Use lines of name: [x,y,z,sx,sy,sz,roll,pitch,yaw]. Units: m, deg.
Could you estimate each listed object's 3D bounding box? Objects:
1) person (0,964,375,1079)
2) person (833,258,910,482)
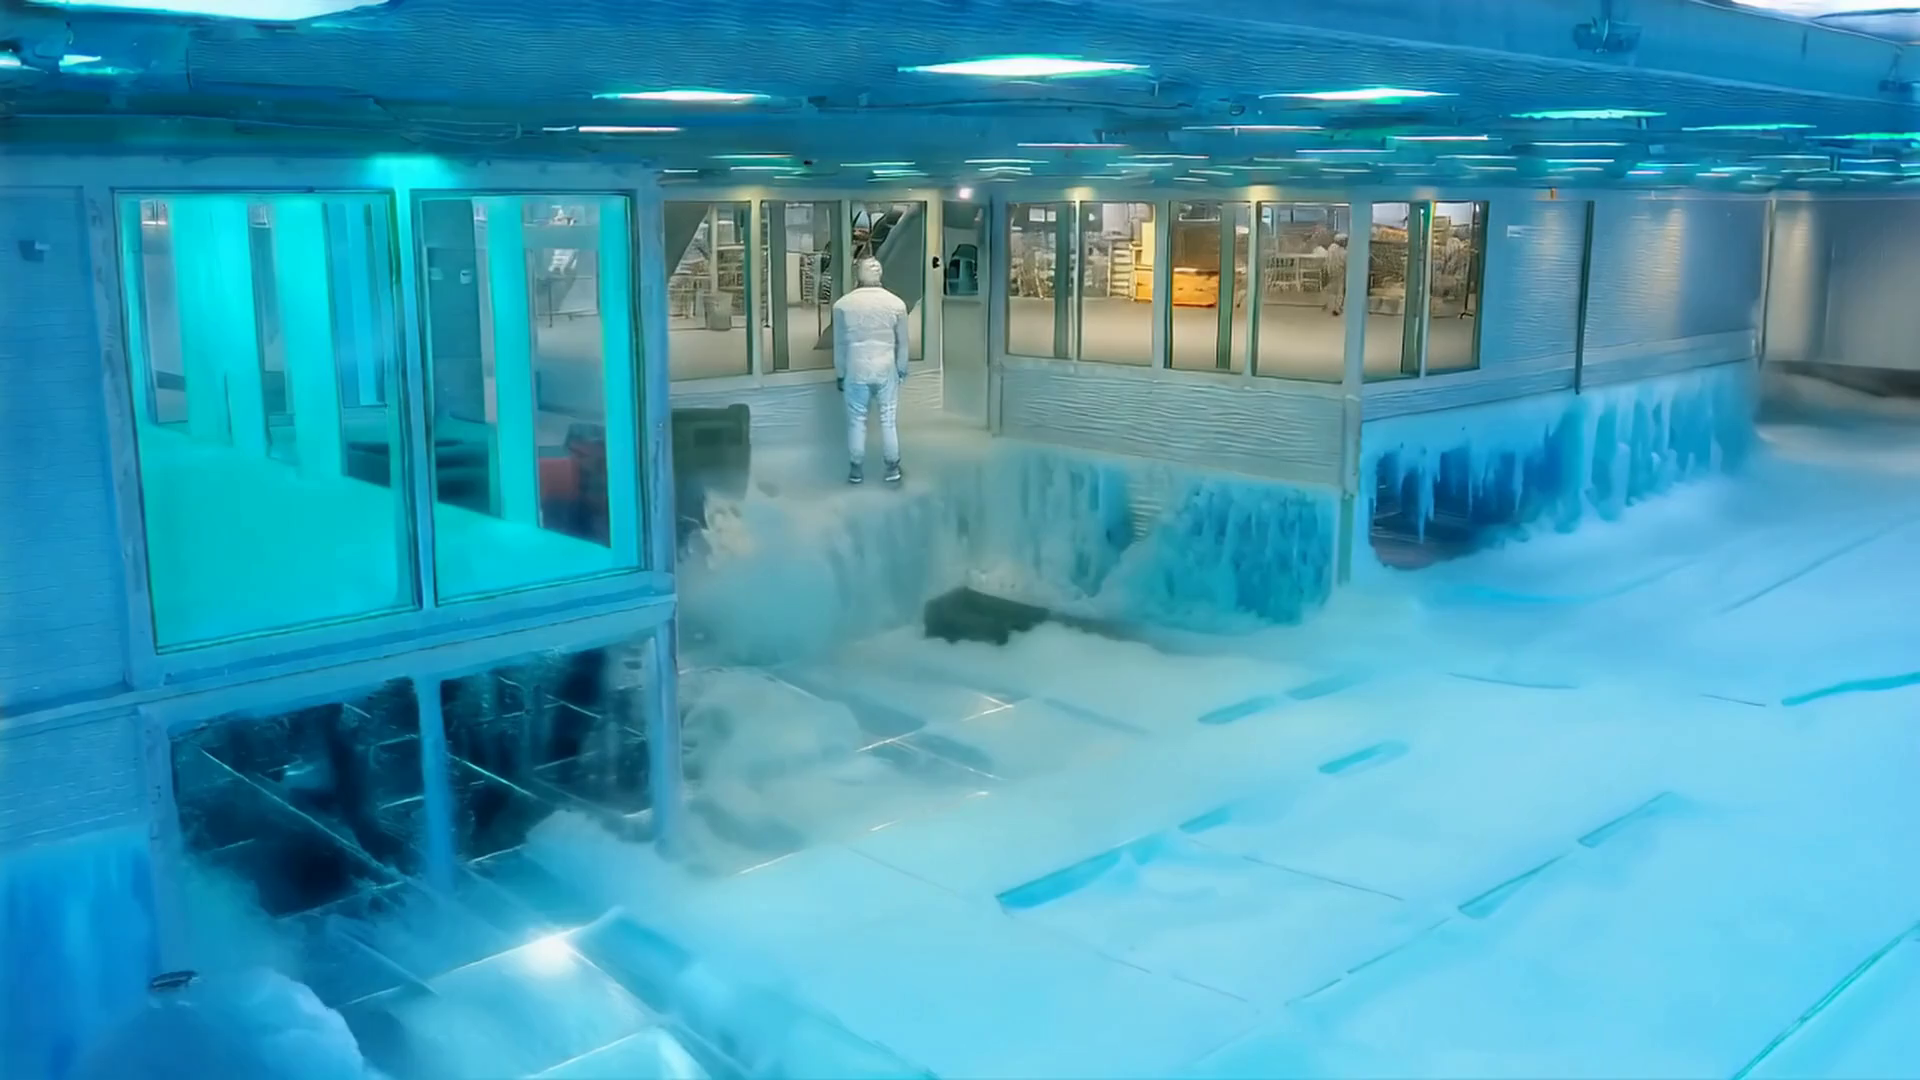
person: [-0.449,1.174,1.202,0.313,1.864,0.530,-10,15,-40]
person: [-0.751,-1.440,14.180,0.654,1.906,0.406,0,11,2]
